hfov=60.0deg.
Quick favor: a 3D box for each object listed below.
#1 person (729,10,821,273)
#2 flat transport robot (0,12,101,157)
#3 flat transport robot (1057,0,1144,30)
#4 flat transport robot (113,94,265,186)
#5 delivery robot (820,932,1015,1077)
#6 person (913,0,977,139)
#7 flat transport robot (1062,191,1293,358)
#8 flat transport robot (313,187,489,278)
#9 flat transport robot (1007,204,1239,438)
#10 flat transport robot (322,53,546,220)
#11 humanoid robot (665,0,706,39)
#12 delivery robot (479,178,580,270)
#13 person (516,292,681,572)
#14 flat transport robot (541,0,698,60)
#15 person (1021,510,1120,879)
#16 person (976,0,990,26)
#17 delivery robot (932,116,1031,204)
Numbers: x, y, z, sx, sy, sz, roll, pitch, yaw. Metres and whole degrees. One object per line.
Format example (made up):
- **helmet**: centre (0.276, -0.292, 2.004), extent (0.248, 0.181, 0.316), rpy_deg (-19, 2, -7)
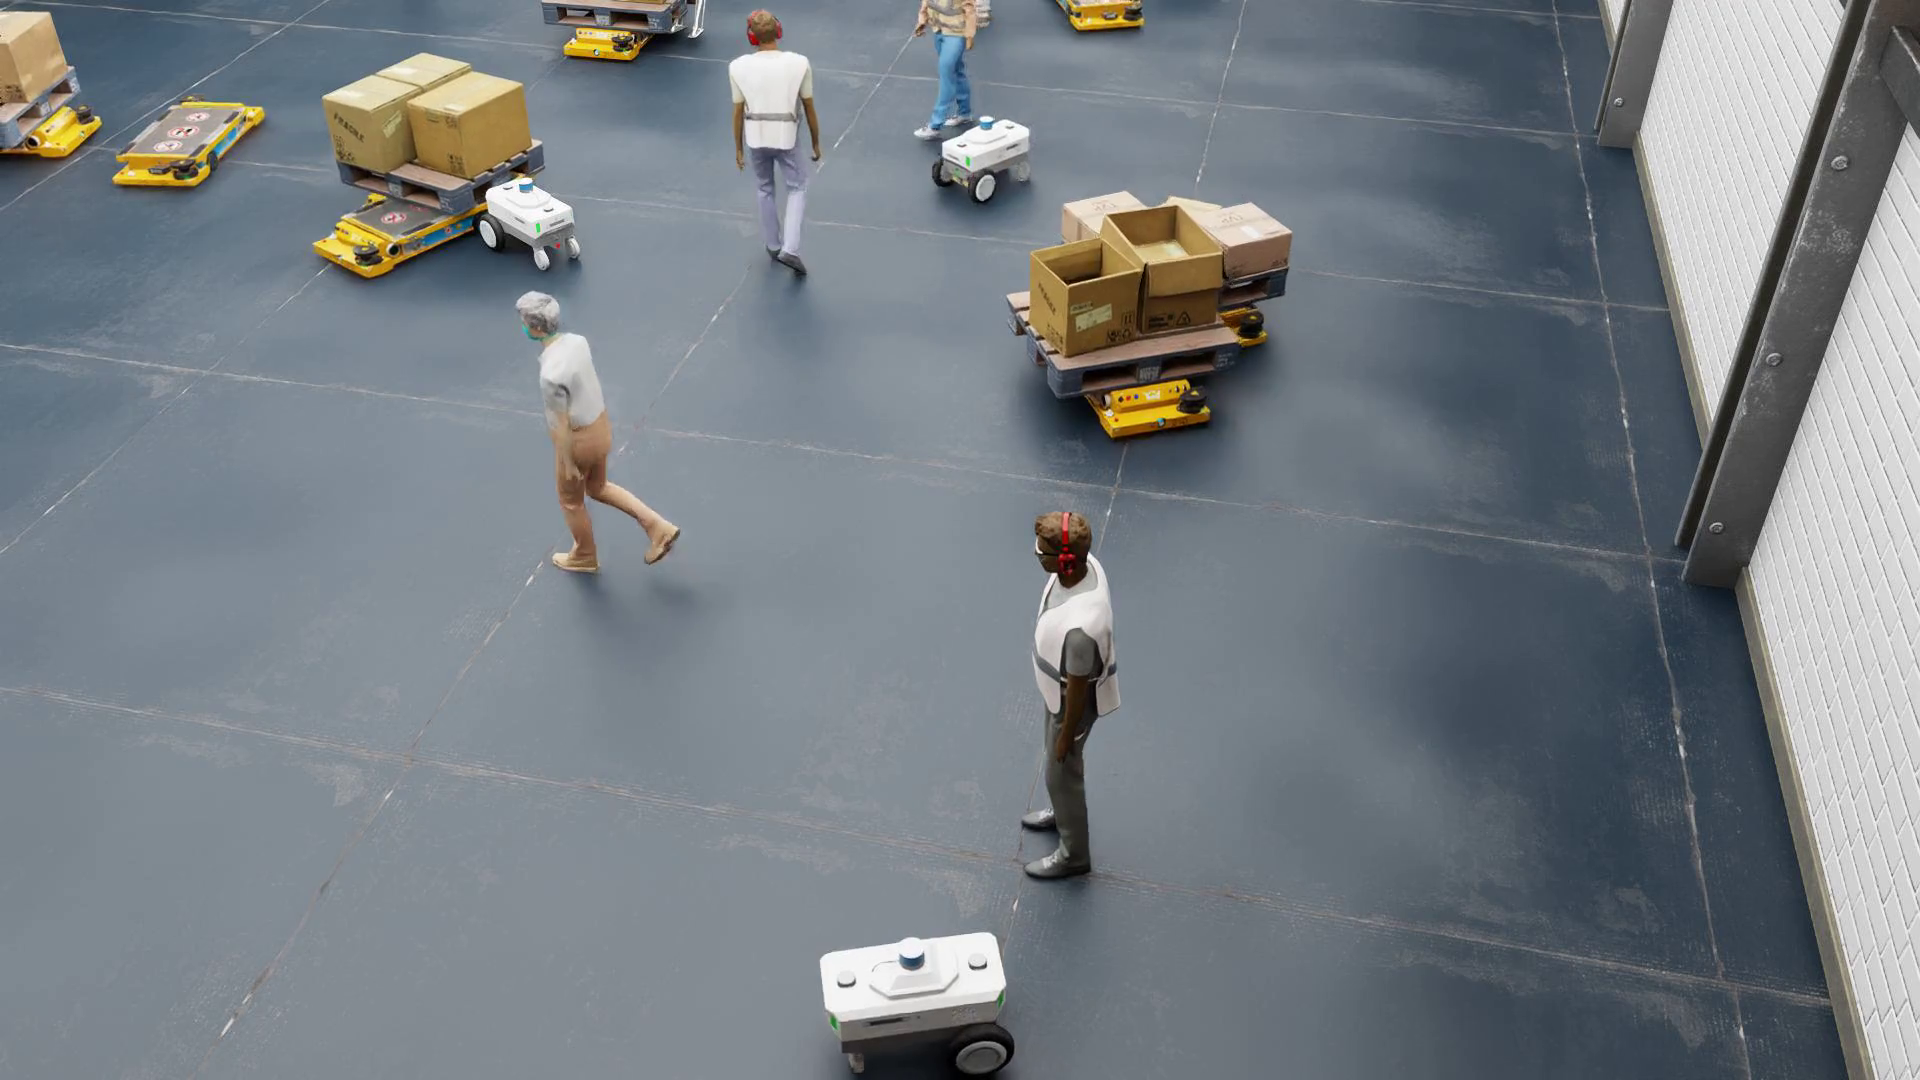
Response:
- **person**: centre (-1.281, -2.755, 11.615), extent (0.605, 1.808, 0.570), rpy_deg (-1, 37, -1)
- **flat transport robot**: centre (-7.966, -3.385, 13.749), extent (1.431, 0.231, 0.659), rpy_deg (1, 37, 1)
- **flat transport robot**: centre (1.294, -5.360, 16.391), extent (0.659, 0.231, 1.431), rpy_deg (-7, 37, -10)
- **flat transport robot**: centre (-6.292, -3.266, 13.590), extent (0.659, 0.231, 1.431), rpy_deg (2, 37, 2)
- **delivery robot**: centre (-0.154, 1.799, 6.586), extent (0.782, 0.611, 0.525), rpy_deg (-6, 37, -8)
- **person**: centre (-0.163, -4.137, 13.559), extent (0.736, 1.701, 0.508), rpy_deg (-25, 43, -29)
- **flat transport robot**: centre (1.458, -1.685, 11.473), extent (0.659, 0.231, 1.431), rpy_deg (-16, 40, -20)
- **flat transport robot**: centre (-4.022, -2.376, 12.398), extent (0.659, 0.231, 1.431), rpy_deg (25, 44, 30)
- **flat transport robot**: centre (1.035, -1.149, 10.757), extent (0.659, 0.231, 1.431), rpy_deg (-10, 38, -14)
- **flat transport robot**: centre (-3.973, -2.705, 12.838), extent (0.659, 0.231, 1.431), rpy_deg (19, 41, 23)
- **humanoid robot**: centre (-2.523, -5.469, 15.203), extent (0.533, 1.673, 0.735), rpy_deg (17, 40, 21)
- **delivery robot**: centre (-3.132, -2.355, 12.112), extent (0.747, 0.572, 0.499), rpy_deg (31, 46, 34)
- **person**: centre (-1.902, -0.527, 8.732), extent (0.647, 1.707, 0.480), rpy_deg (7, 37, 9)
- **flat transport robot**: centre (-3.175, -4.906, 15.784), extent (0.659, 0.231, 1.431), rpy_deg (8, 37, 10)
- **person**: centre (0.477, 0.652, 7.044), extent (0.394, 1.830, 0.570), rpy_deg (0, 37, 0)
- **person**: centre (0.175, -5.789, 15.619), extent (0.367, 1.882, 0.599), rpy_deg (15, 39, 19)
- **delivery robot**: centre (0.193, -3.003, 13.004), extent (0.805, 0.601, 0.499), rpy_deg (-29, 46, -33)
